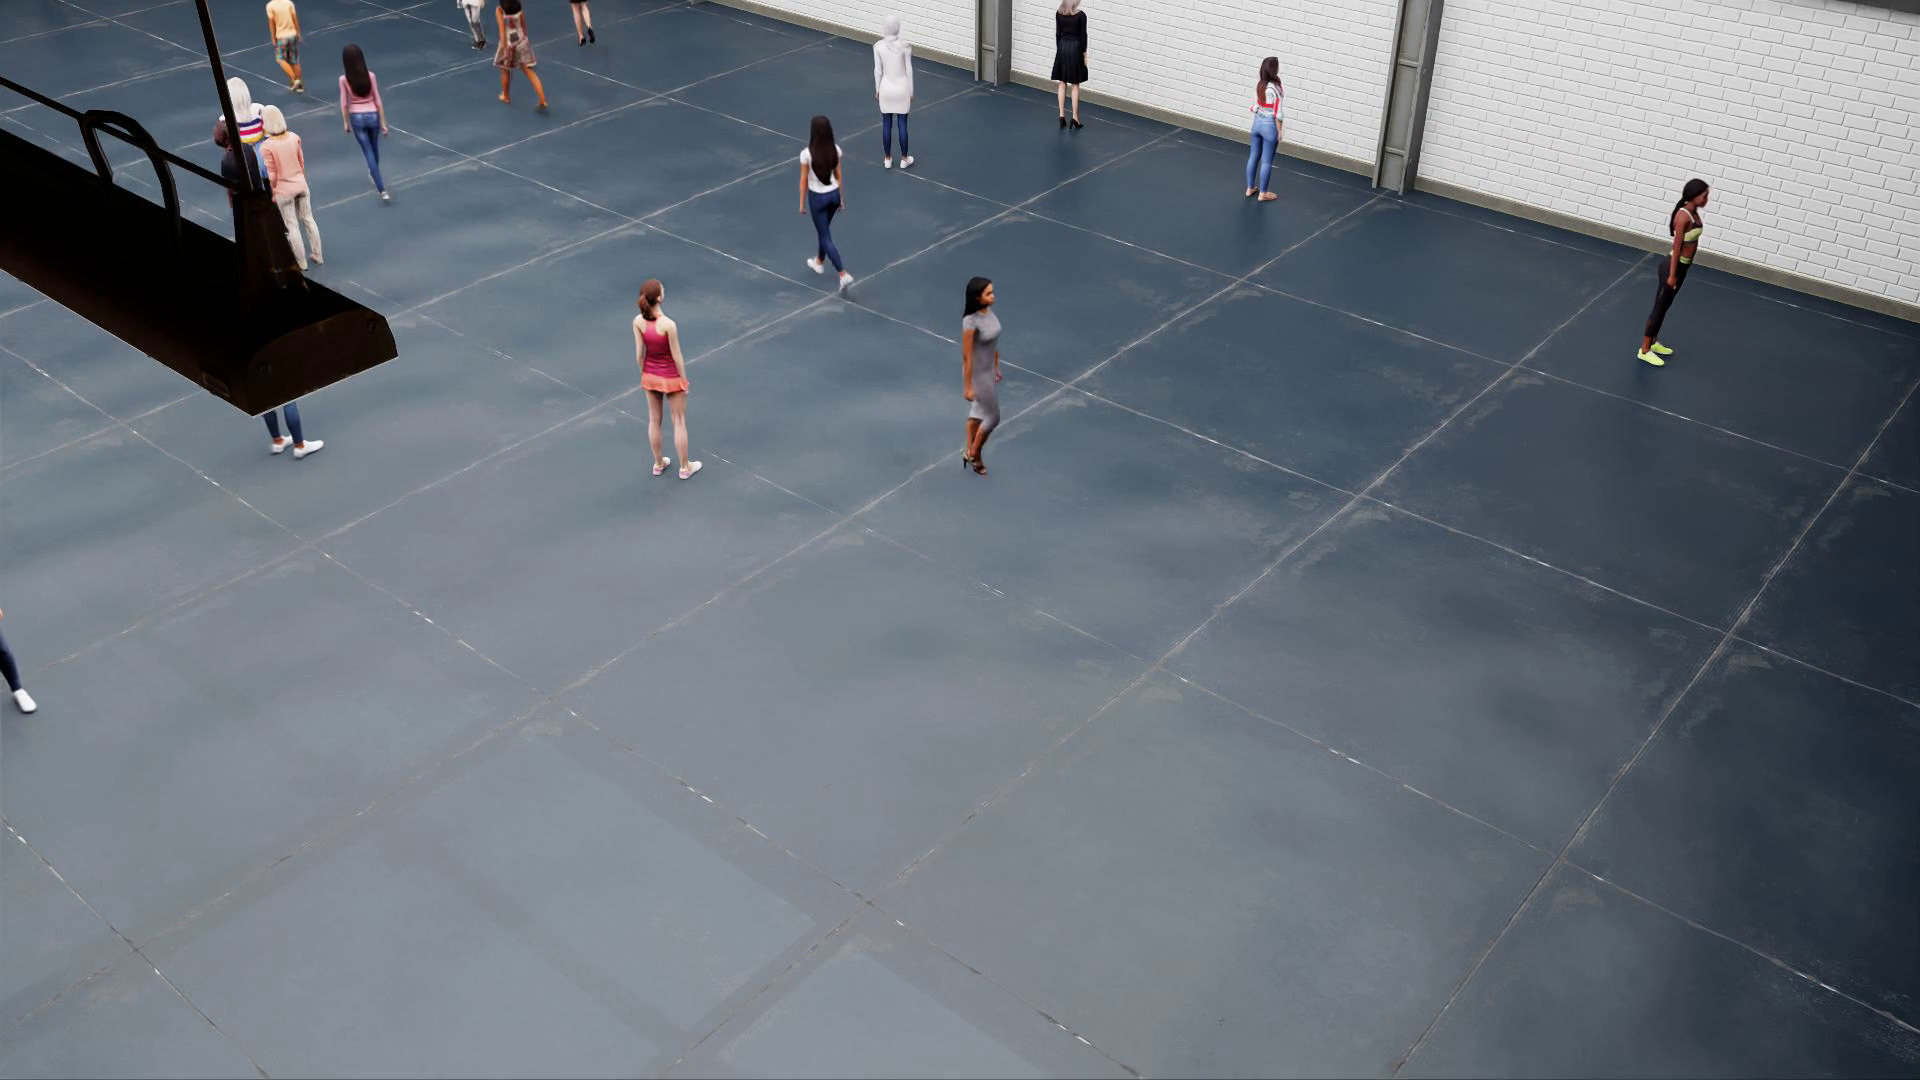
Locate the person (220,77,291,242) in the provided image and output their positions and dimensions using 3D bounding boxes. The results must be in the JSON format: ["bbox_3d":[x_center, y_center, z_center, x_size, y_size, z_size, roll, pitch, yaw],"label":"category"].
[{"bbox_3d":[-7.439,-4.002,17.557,0.690,1.809,0.585,-24,41,-32],"label":"person"}]

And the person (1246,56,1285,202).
[{"bbox_3d":[3.428,-4.630,18.679,0.694,1.614,0.528,-22,39,-29],"label":"person"}]

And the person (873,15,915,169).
[{"bbox_3d":[-0.768,-5.229,19.436,0.640,1.773,0.754,5,34,8],"label":"person"}]

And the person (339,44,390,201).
[{"bbox_3d":[-6.648,-4.634,18.612,0.876,1.695,1.197,-16,37,-23],"label":"person"}]

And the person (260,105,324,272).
[{"bbox_3d":[-6.869,-3.614,17.050,0.537,1.725,0.611,22,39,29],"label":"person"}]

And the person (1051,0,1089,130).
[{"bbox_3d":[1.375,-5.974,20.581,0.560,1.746,0.700,17,37,24],"label":"person"}]

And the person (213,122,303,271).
[{"bbox_3d":[-6.933,-3.245,16.423,1.011,1.804,0.915,4,34,6],"label":"person"}]

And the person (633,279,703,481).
[{"bbox_3d":[-2.423,-1.315,13.565,0.607,1.754,0.710,10,35,14],"label":"person"}]

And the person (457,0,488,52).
[{"bbox_3d":[-6.846,-7.636,23.367,0.570,1.429,0.651,12,35,17],"label":"person"}]

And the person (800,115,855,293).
[{"bbox_3d":[-1.308,-3.328,16.607,0.861,1.739,1.240,-20,38,-27],"label":"person"}]

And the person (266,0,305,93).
[{"bbox_3d":[-8.780,-6.544,21.705,0.591,1.451,0.696,-26,42,-33],"label":"person"}]

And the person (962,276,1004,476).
[{"bbox_3d":[0.078,-1.329,13.568,0.688,1.773,0.676,14,36,20],"label":"person"}]

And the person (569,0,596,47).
[{"bbox_3d":[-5.329,-7.697,23.269,0.696,1.640,0.780,-19,38,-26],"label":"person"}]

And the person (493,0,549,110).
[{"bbox_3d":[-5.593,-6.244,21.117,1.116,1.603,0.627,25,41,32],"label":"person"}]

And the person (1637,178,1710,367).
[{"bbox_3d":[6.571,-2.490,15.330,0.531,1.756,0.569,21,39,29],"label":"person"}]
